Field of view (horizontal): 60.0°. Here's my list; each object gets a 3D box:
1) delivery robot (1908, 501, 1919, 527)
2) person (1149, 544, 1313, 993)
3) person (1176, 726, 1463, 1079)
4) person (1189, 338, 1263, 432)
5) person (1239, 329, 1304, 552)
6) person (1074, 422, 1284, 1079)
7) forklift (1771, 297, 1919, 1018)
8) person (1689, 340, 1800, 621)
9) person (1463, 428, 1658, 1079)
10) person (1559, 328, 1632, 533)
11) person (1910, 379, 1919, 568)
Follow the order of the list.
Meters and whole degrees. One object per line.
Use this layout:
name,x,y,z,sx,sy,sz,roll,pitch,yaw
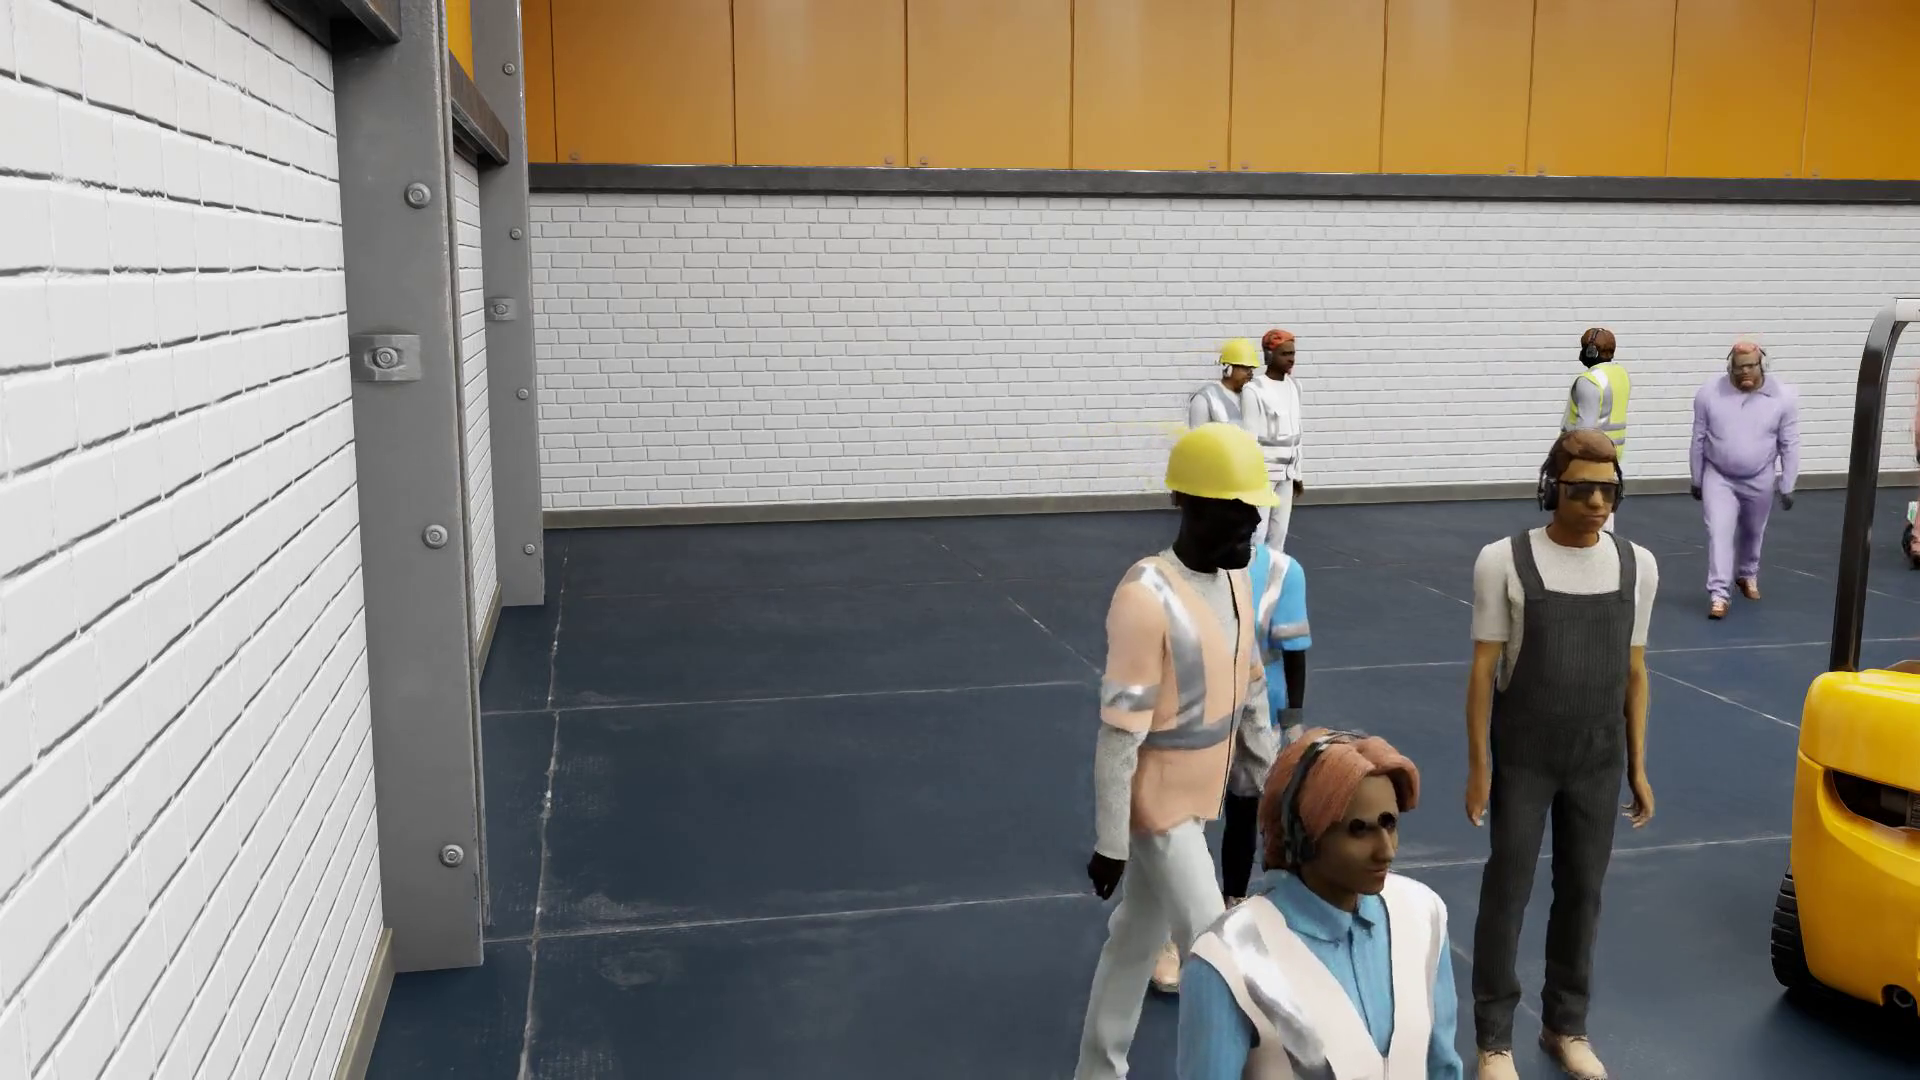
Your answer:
delivery robot,7.749,-0.159,12.879,0.707,0.478,0.477,6,11,30
person,0.826,0.582,5.246,0.549,1.668,0.694,1,9,7
person,0.559,1.059,2.579,0.529,1.595,0.847,-7,11,-35
person,1.795,-0.376,10.628,0.628,1.816,0.589,-7,11,-35
person,2.006,-0.413,10.716,0.579,1.878,0.340,-9,13,-43
person,0.640,0.654,4.136,0.873,1.887,0.607,5,11,28
forklift,3.542,0.334,5.177,2.313,2.155,1.214,-9,13,-43
person,5.200,-0.430,11.046,0.659,1.813,1.158,4,10,23
person,1.639,0.614,4.571,0.532,1.841,0.415,0,9,-3
person,4.486,-0.583,11.833,0.429,1.842,0.633,9,13,43
person,7.530,-0.706,12.576,1.035,1.859,0.651,-8,12,-39
